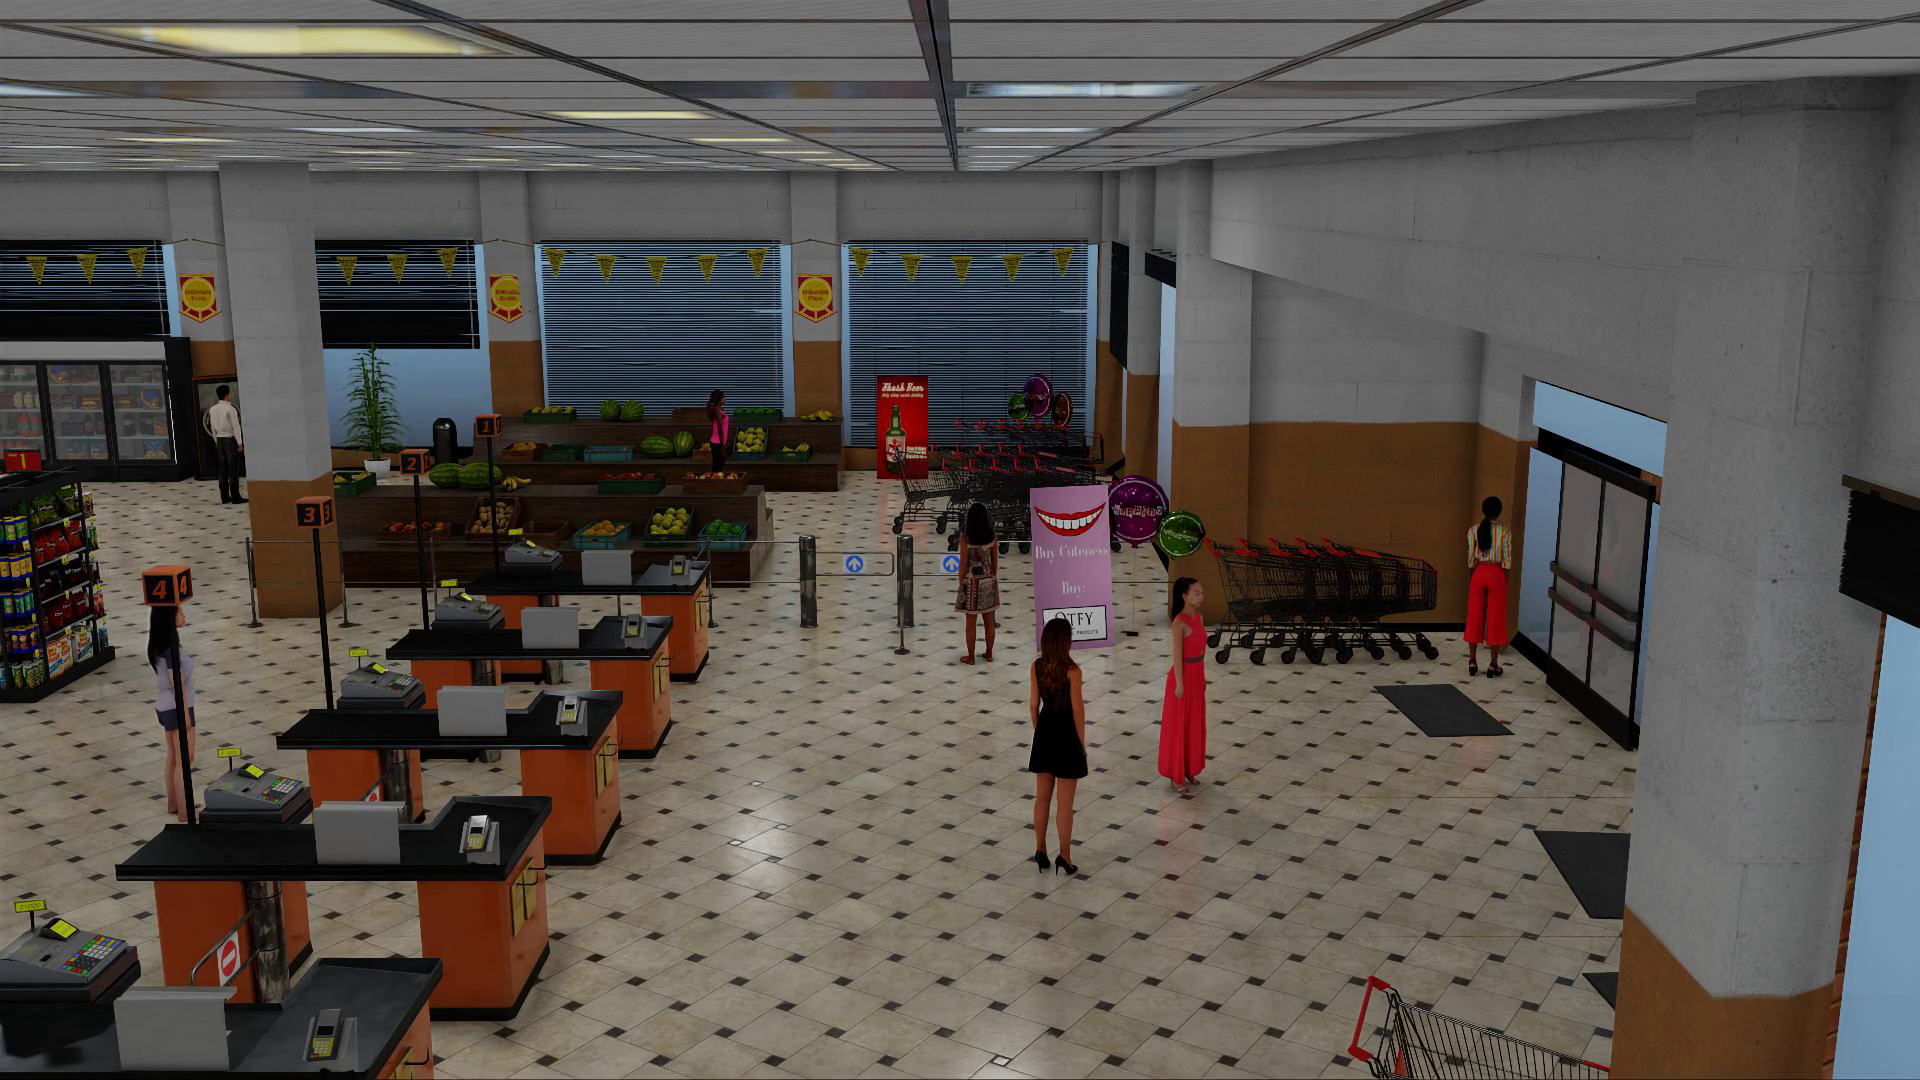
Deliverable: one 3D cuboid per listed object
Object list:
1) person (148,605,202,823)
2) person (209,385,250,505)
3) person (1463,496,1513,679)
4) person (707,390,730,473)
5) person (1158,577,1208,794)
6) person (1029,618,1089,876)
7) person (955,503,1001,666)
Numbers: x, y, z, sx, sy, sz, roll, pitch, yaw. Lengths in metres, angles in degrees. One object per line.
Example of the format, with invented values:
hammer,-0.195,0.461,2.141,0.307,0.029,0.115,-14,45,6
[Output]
person,-5.940,1.270,12.604,0.709,1.706,0.673,-9,15,-38
person,-11.141,-1.455,25.288,0.637,1.811,0.796,5,13,21
person,5.168,0.452,16.276,0.638,1.793,0.742,7,14,31
person,-3.702,-1.442,25.440,0.633,1.723,0.628,-4,12,-17
person,1.798,1.134,13.194,0.748,1.727,0.714,8,15,35
person,0.668,1.431,11.523,0.627,1.835,0.722,8,14,32
person,0.184,0.429,16.740,0.643,1.645,0.784,-6,13,-27
